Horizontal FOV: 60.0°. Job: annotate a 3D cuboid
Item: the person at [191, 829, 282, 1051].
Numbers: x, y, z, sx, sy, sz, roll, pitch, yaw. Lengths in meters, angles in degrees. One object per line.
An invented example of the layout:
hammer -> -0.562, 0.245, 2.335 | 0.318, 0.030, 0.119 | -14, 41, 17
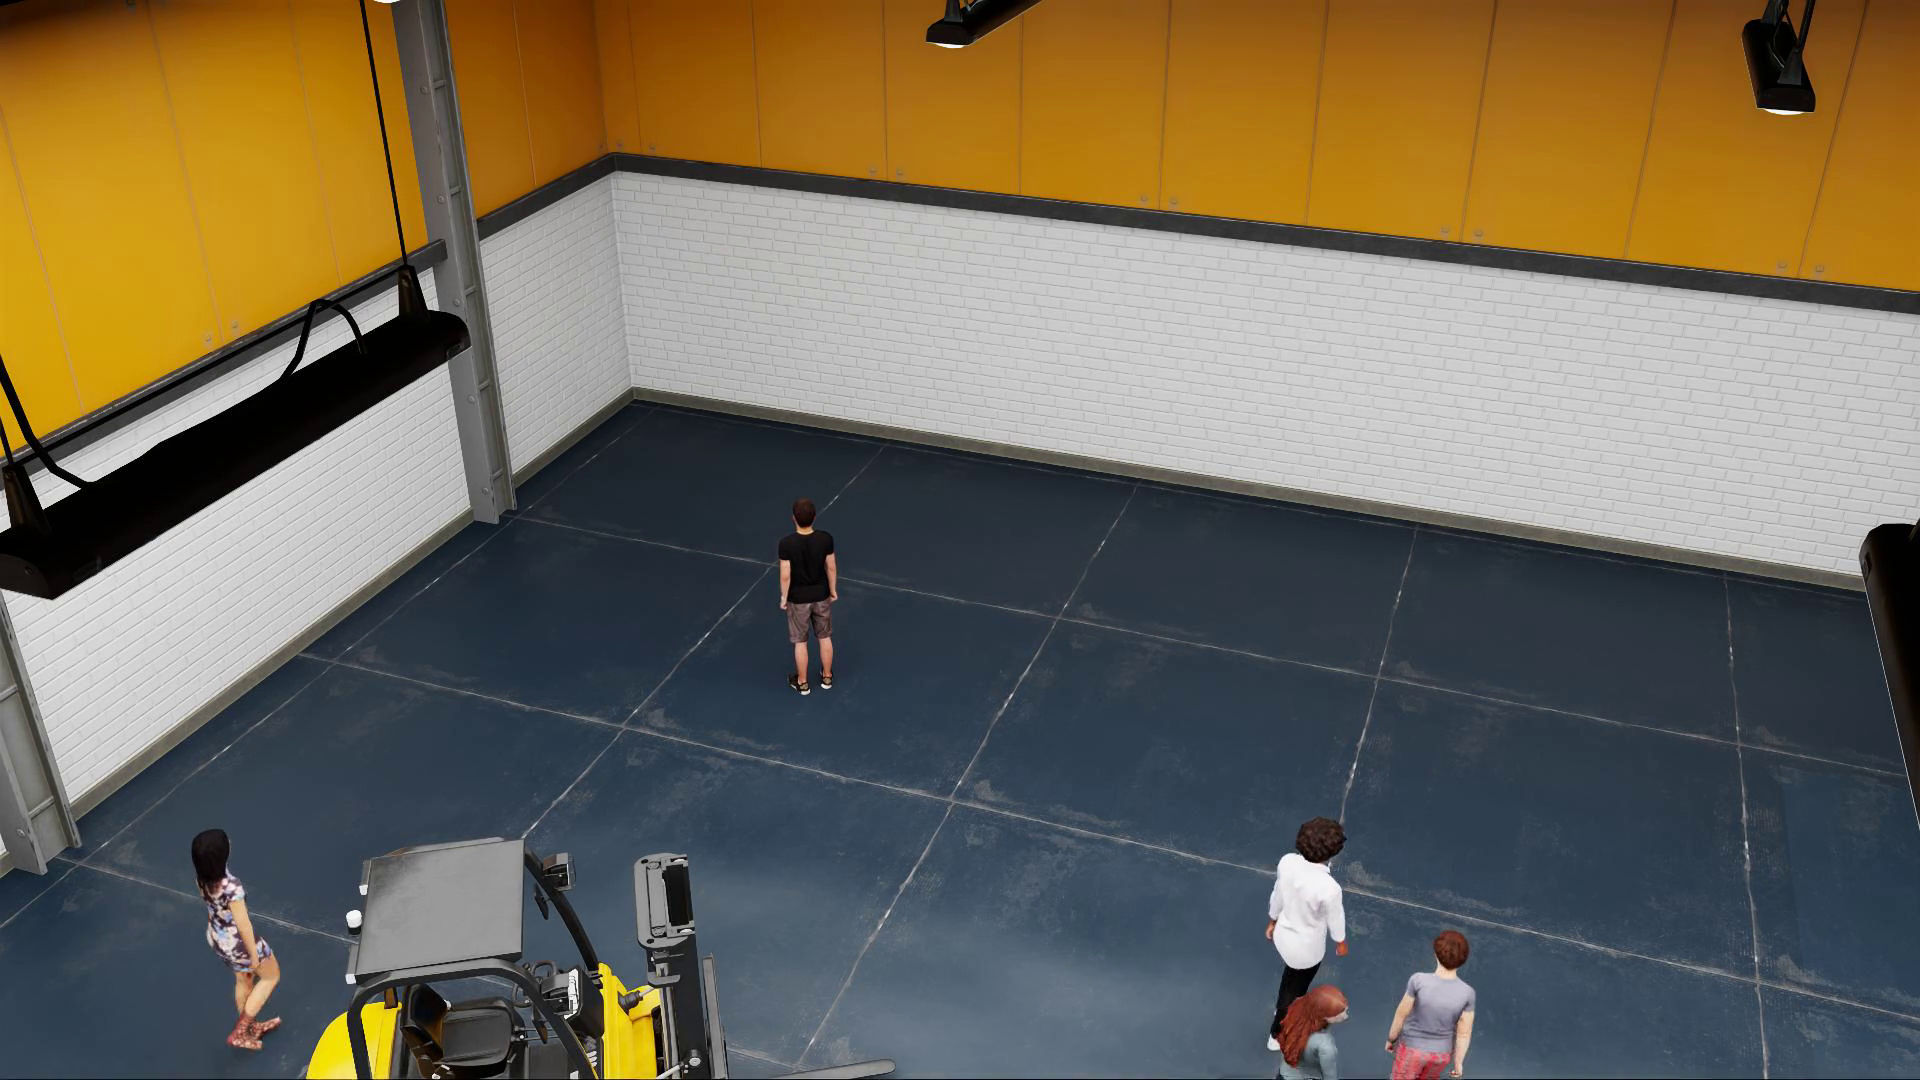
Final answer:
person -> -4.693, 2.604, 10.619 | 0.668, 1.723, 0.721 | 16, 32, 27

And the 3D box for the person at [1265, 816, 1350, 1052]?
person -> 2.121, 2.566, 10.614 | 0.837, 1.794, 0.784 | -20, 34, -32

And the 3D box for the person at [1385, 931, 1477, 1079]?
person -> 2.756, 3.086, 9.842 | 0.687, 1.621, 1.014 | 4, 29, 8

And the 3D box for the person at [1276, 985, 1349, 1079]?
person -> 1.962, 3.195, 9.542 | 0.800, 1.717, 0.719 | -17, 33, -28

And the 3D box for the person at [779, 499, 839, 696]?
person -> -1.311, 0.482, 14.364 | 0.761, 1.861, 0.806 | -10, 30, -18
